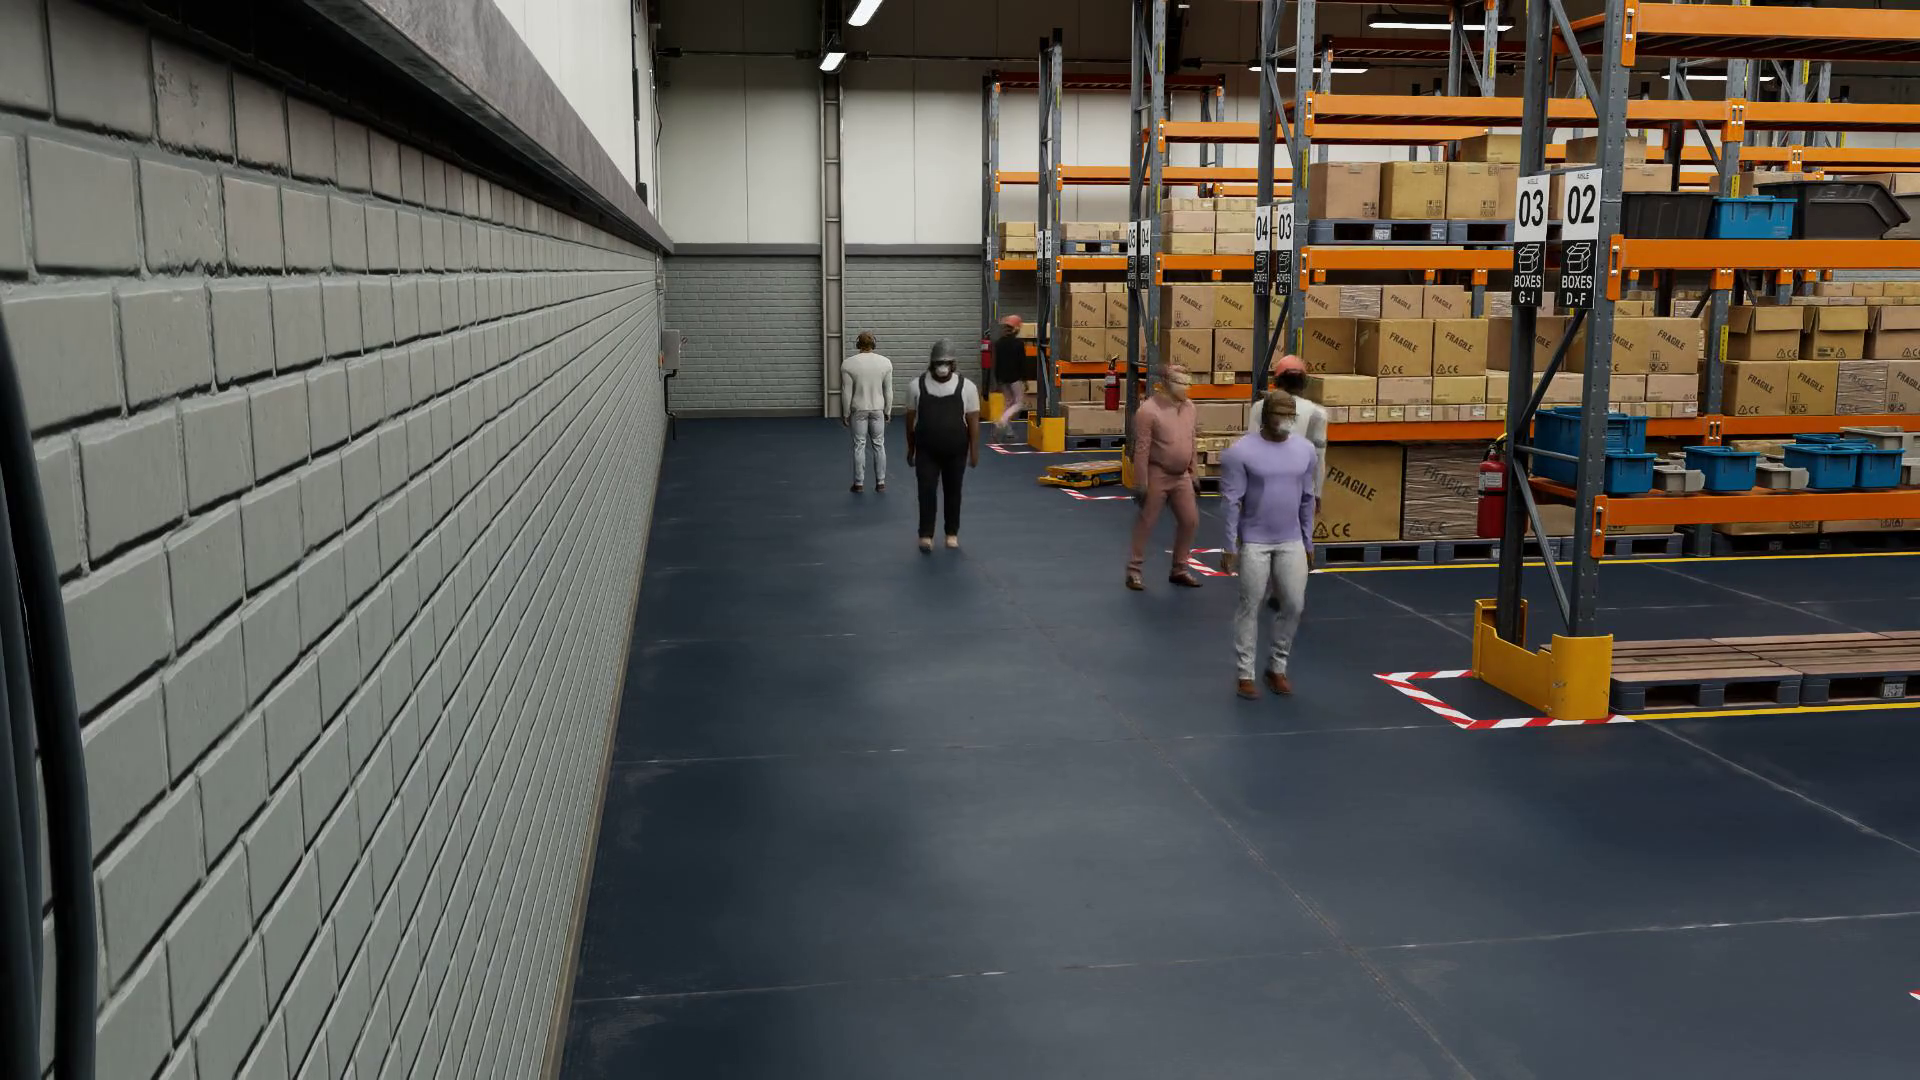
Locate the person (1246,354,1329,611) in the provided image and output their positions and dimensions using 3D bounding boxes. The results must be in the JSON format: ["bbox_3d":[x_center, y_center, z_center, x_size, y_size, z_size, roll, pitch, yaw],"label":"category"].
[{"bbox_3d":[2.504,-0.413,12.806,0.673,2.006,0.766,0,9,2],"label":"person"}]

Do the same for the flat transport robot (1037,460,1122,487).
[{"bbox_3d":[1.697,-0.840,20.771,1.431,0.197,0.652,-8,12,-41],"label":"flat transport robot"}]

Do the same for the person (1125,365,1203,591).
[{"bbox_3d":[1.711,-0.514,13.844,0.730,1.868,0.595,-7,12,-37],"label":"person"}]

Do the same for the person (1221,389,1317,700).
[{"bbox_3d":[1.905,0.033,10.302,0.678,1.929,0.417,-2,9,-12],"label":"person"}]

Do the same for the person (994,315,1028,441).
[{"bbox_3d":[0.756,-2.496,25.746,0.566,1.974,0.677,-9,13,-42],"label":"person"}]

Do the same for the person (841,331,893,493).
[{"bbox_3d":[-1.114,-1.528,19.888,0.630,1.940,0.372,-3,10,-15],"label":"person"}]

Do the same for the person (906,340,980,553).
[{"bbox_3d":[-0.165,-0.895,15.667,0.704,2.000,0.990,0,9,-1],"label":"person"}]
